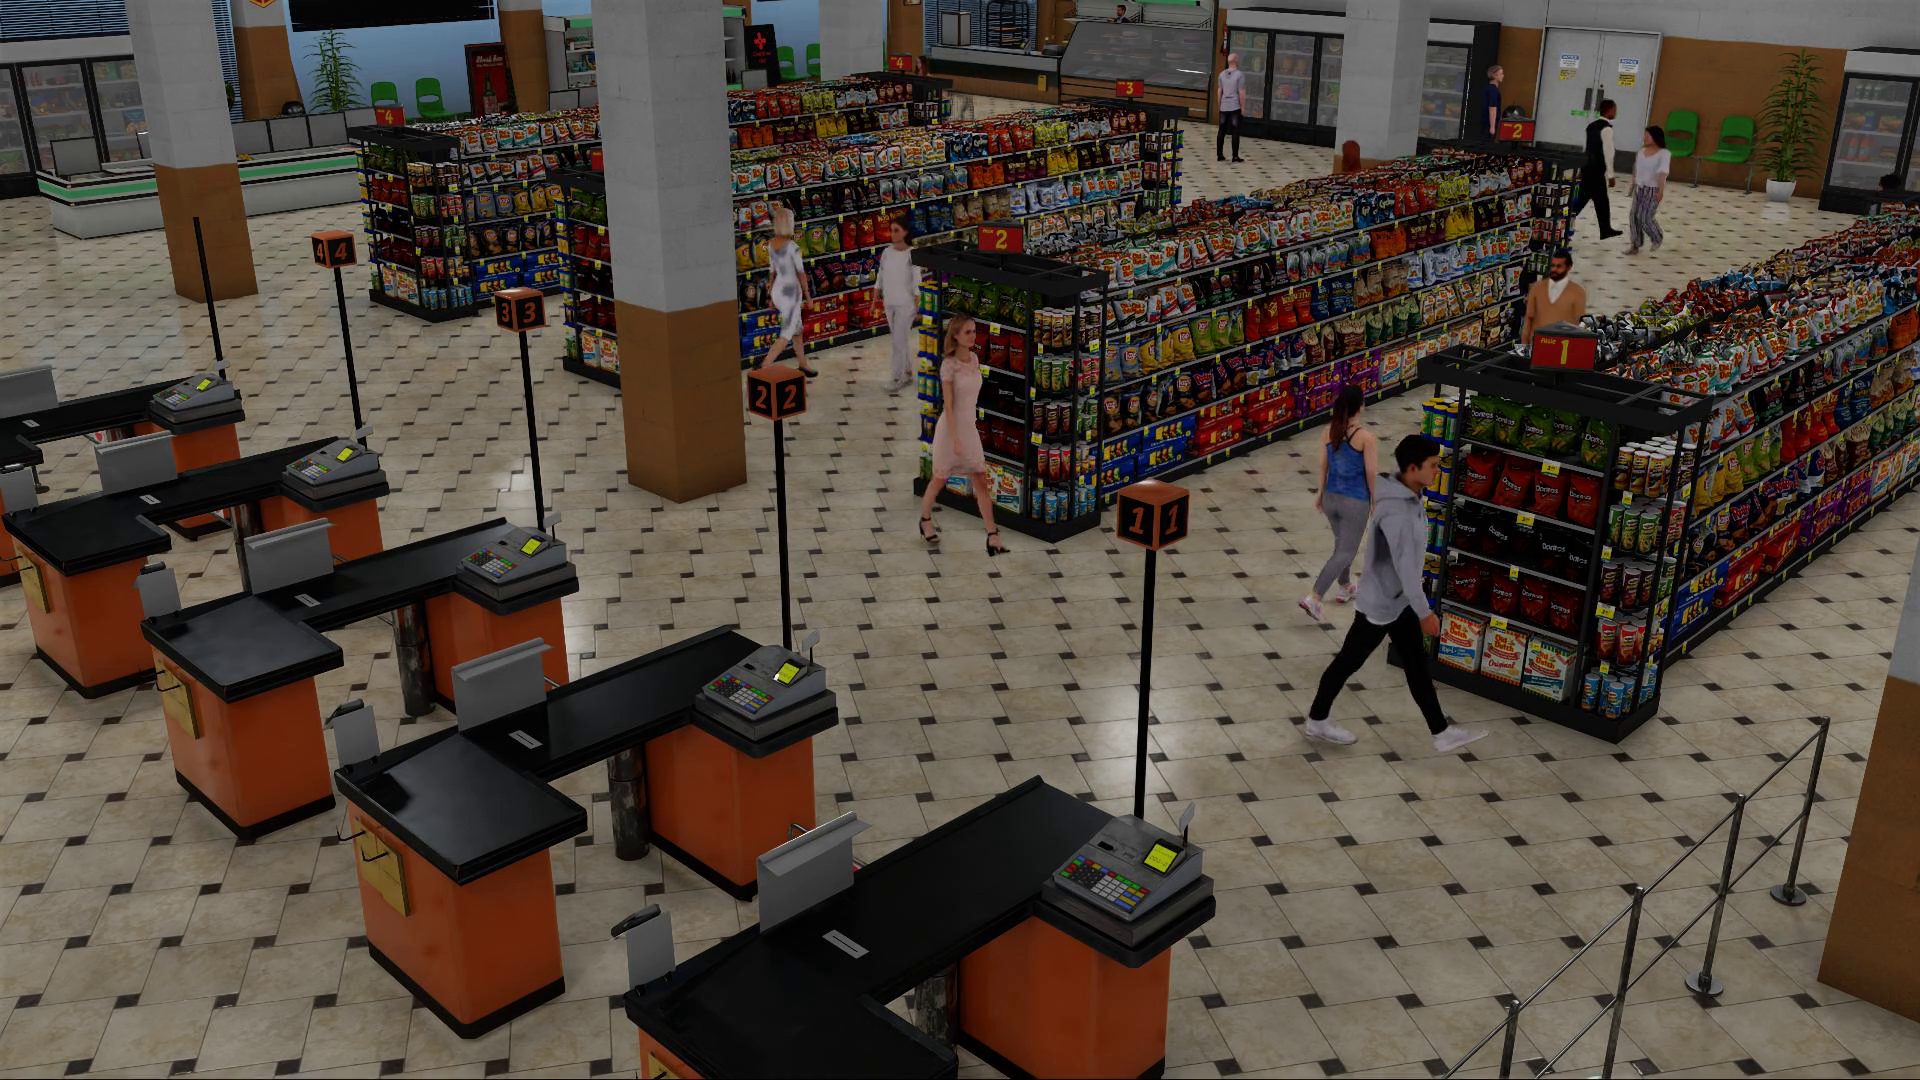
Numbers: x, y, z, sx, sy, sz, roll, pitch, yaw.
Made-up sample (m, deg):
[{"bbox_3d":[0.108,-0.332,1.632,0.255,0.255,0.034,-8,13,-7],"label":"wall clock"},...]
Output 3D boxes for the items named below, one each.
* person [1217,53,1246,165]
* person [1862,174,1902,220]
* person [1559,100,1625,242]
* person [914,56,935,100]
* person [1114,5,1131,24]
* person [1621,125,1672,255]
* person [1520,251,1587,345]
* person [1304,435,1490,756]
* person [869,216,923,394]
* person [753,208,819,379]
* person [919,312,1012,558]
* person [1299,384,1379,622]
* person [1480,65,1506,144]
[{"bbox_3d":[4.666,-7.438,28.632,0.690,1.838,0.623,16,27,34],"label":"person"},{"bbox_3d":[9.427,-2.818,17.140,0.852,1.834,0.915,-6,23,-14],"label":"person"},{"bbox_3d":[8.371,-4.874,22.217,1.346,1.863,1.259,-2,22,-5],"label":"person"},{"bbox_3d":[-0.593,-7.663,29.392,0.672,1.689,1.144,17,27,35],"label":"person"},{"bbox_3d":[3.714,-11.424,38.512,0.622,1.868,0.561,20,30,41],"label":"person"},{"bbox_3d":[9.033,-4.559,21.697,0.896,1.667,0.831,-9,24,-21],"label":"person"},{"bbox_3d":[5.107,-1.631,14.323,0.734,1.731,1.083,17,27,36],"label":"person"},{"bbox_3d":[2.261,0.345,9.237,0.998,1.857,1.258,11,24,25],"label":"person"},{"bbox_3d":[-0.540,-2.280,16.019,0.676,1.671,0.881,16,27,35],"label":"person"},{"bbox_3d":[-1.712,-2.278,15.958,1.074,1.713,0.581,-19,28,-38],"label":"person"},{"bbox_3d":[-0.094,-0.752,12.071,1.055,1.779,0.665,-19,29,-39],"label":"person"},{"bbox_3d":[2.519,-0.217,11.006,1.041,1.581,0.592,-18,28,-38],"label":"person"},{"bbox_3d":[8.445,-6.615,26.541,0.796,1.871,0.692,3,22,8],"label":"person"}]
